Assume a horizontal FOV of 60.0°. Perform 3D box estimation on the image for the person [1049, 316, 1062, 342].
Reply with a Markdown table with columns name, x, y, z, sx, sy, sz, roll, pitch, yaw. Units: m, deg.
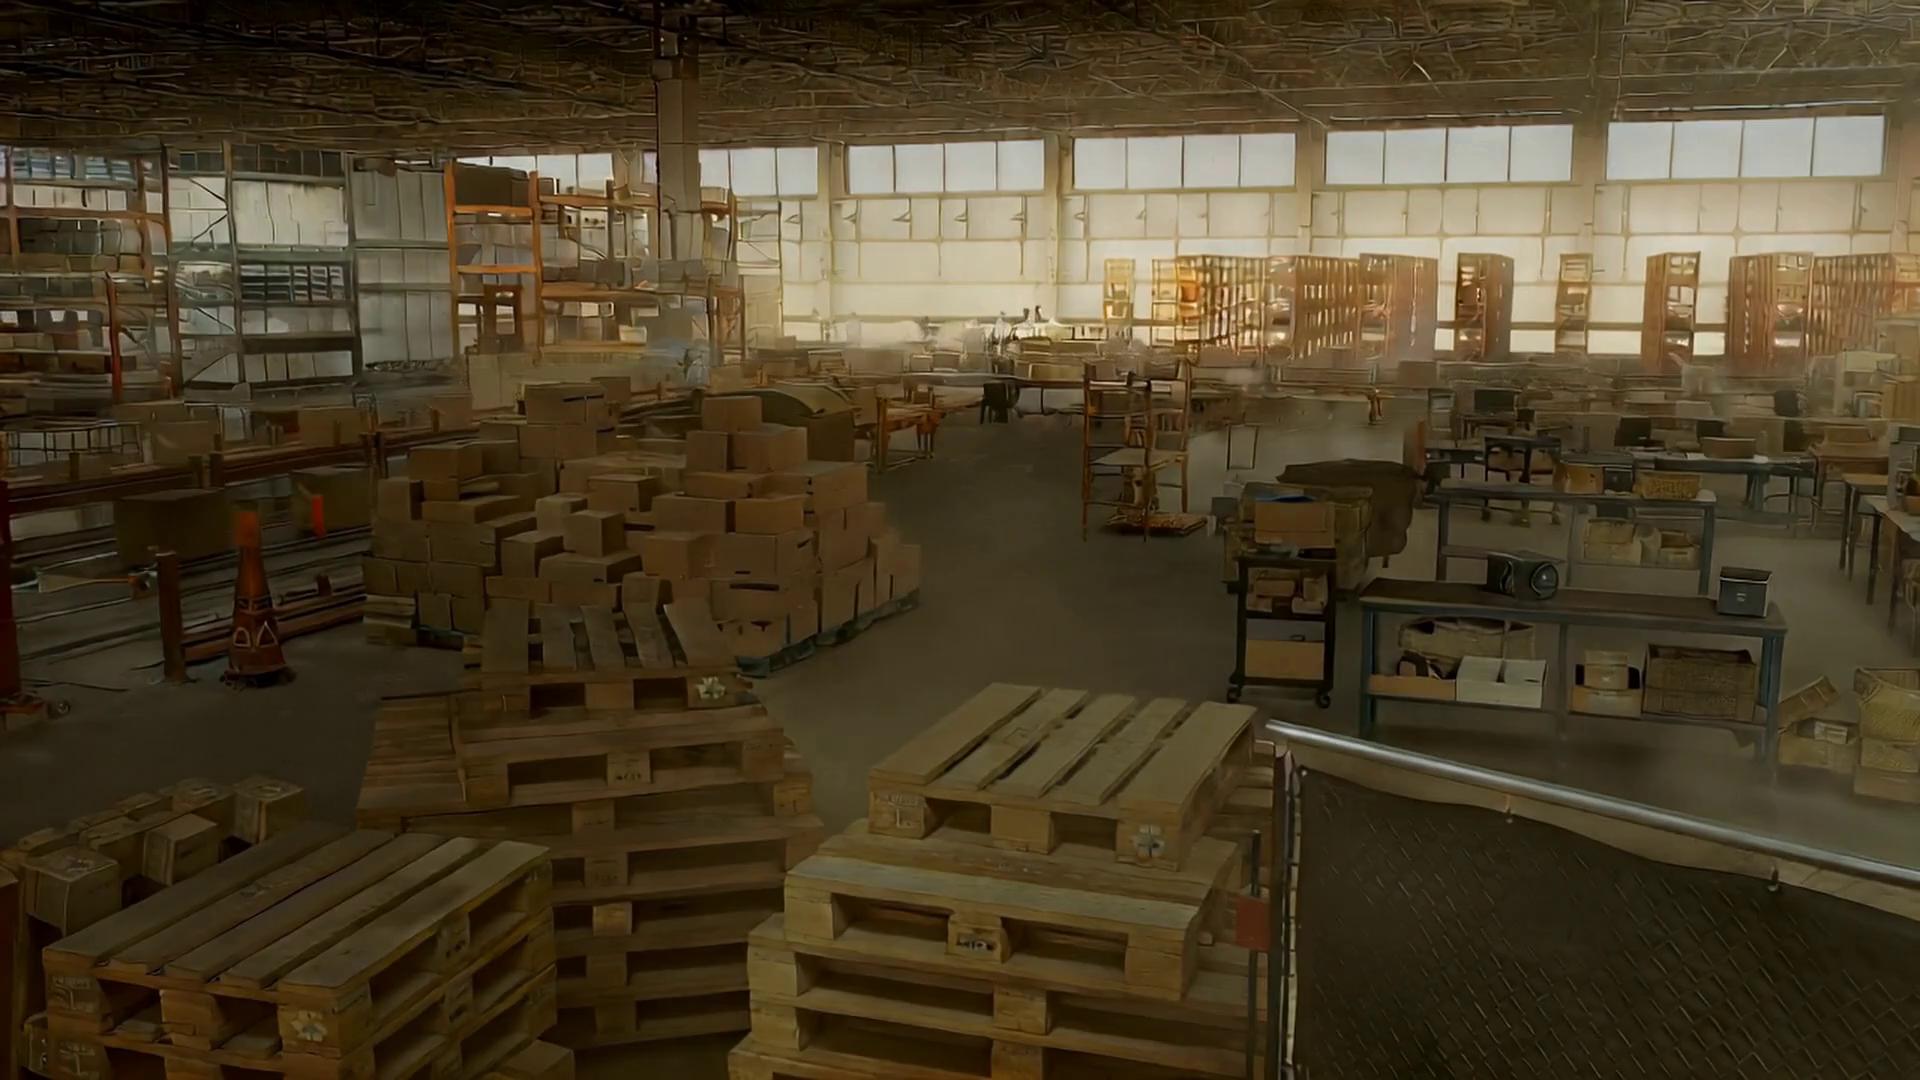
| name | x | y | z | sx | sy | sz | roll | pitch | yaw |
| --- | --- | --- | --- | --- | --- | --- | --- | --- | --- |
| person | 2.868 | -5.639 | 48.754 | 0.589 | 1.835 | 0.436 | -5 | 10 | -27 |

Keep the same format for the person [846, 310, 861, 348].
| name | x | y | z | sx | sy | sz | roll | pitch | yaw |
| --- | --- | --- | --- | --- | --- | --- | --- | --- | --- |
| person | -3.919 | -7.567 | 61.172 | 0.587 | 1.735 | 0.390 | -4 | 10 | -22 |

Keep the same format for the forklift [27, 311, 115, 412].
| name | x | y | z | sx | sy | sz | roll | pitch | yaw |
| --- | --- | --- | --- | --- | --- | --- | --- | --- | --- |
| forklift | -19.882 | -4.256 | 36.814 | 1.873 | 2.768 | 1.129 | 3 | 9 | 17 |

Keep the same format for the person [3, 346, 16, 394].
| name | x | y | z | sx | sy | sz | roll | pitch | yaw |
| --- | --- | --- | --- | --- | --- | --- | --- | --- | --- |
| person | -20.799 | -3.624 | 35.989 | 0.718 | 1.877 | 0.646 | 6 | 11 | 34 |

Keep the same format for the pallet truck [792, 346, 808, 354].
| name | x | y | z | sx | sy | sz | roll | pitch | yaw |
| --- | --- | --- | --- | --- | --- | --- | --- | --- | --- |
| pallet truck | -3.705 | -4.298 | 42.022 | 0.653 | 1.274 | 1.630 | 3 | 10 | 20 |

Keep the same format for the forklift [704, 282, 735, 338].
| name | x | y | z | sx | sy | sz | roll | pitch | yaw |
| --- | --- | --- | --- | --- | --- | --- | --- | --- | --- |
| forklift | -7.836 | -6.925 | 53.573 | 1.129 | 2.768 | 1.873 | 3 | 10 | 20 |

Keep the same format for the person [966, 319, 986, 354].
| name | x | y | z | sx | sy | sz | roll | pitch | yaw |
| --- | --- | --- | --- | --- | --- | --- | --- | --- | --- |
| person | 0.466 | -5.193 | 45.967 | 0.600 | 1.833 | 0.404 | 5 | 10 | 29 |

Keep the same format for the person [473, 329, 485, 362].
| name | x | y | z | sx | sy | sz | roll | pitch | yaw |
| --- | --- | --- | --- | --- | --- | --- | --- | --- | --- |
| person | -12.041 | -4.483 | 41.974 | 0.321 | 1.694 | 0.535 | 8 | 12 | 40 |

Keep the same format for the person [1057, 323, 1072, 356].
| name | x | y | z | sx | sy | sz | roll | pitch | yaw |
| --- | --- | --- | --- | --- | --- | --- | --- | --- | --- |
| person | 2.378 | -3.907 | 37.574 | 0.401 | 1.952 | 0.636 | -1 | 9 | -9 |

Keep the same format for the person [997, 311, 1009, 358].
| name | x | y | z | sx | sy | sz | roll | pitch | yaw |
| --- | --- | --- | --- | --- | --- | --- | --- | --- | --- |
| person | 1.575 | -7.514 | 60.865 | 0.485 | 1.734 | 0.355 | -6 | 11 | -31 |

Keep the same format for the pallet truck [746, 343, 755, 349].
| name | x | y | z | sx | sy | sz | roll | pitch | yaw |
| --- | --- | --- | --- | --- | --- | --- | --- | --- | --- |
| pallet truck | -6.183 | -4.618 | 44.264 | 1.601 | 1.201 | 0.680 | -9 | 12 | -43 |

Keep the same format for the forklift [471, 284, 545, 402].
| name | x | y | z | sx | sy | sz | roll | pitch | yaw |
| --- | --- | --- | --- | --- | --- | --- | --- | --- | --- |
| forklift | -10.832 | -4.702 | 39.610 | 1.129 | 2.768 | 1.873 | 3 | 10 | 20 |

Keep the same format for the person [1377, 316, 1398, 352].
| name | x | y | z | sx | sy | sz | roll | pitch | yaw |
| --- | --- | --- | --- | --- | --- | --- | --- | --- | --- |
| person | 13.420 | -6.200 | 52.378 | 0.608 | 1.804 | 0.513 | -4 | 10 | -24 |

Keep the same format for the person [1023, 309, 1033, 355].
| name | x | y | z | sx | sy | sz | roll | pitch | yaw |
| --- | --- | --- | --- | --- | --- | --- | --- | --- | --- |
| person | 2.261 | -6.868 | 56.276 | 0.400 | 1.905 | 0.643 | 1 | 9 | 7 |
